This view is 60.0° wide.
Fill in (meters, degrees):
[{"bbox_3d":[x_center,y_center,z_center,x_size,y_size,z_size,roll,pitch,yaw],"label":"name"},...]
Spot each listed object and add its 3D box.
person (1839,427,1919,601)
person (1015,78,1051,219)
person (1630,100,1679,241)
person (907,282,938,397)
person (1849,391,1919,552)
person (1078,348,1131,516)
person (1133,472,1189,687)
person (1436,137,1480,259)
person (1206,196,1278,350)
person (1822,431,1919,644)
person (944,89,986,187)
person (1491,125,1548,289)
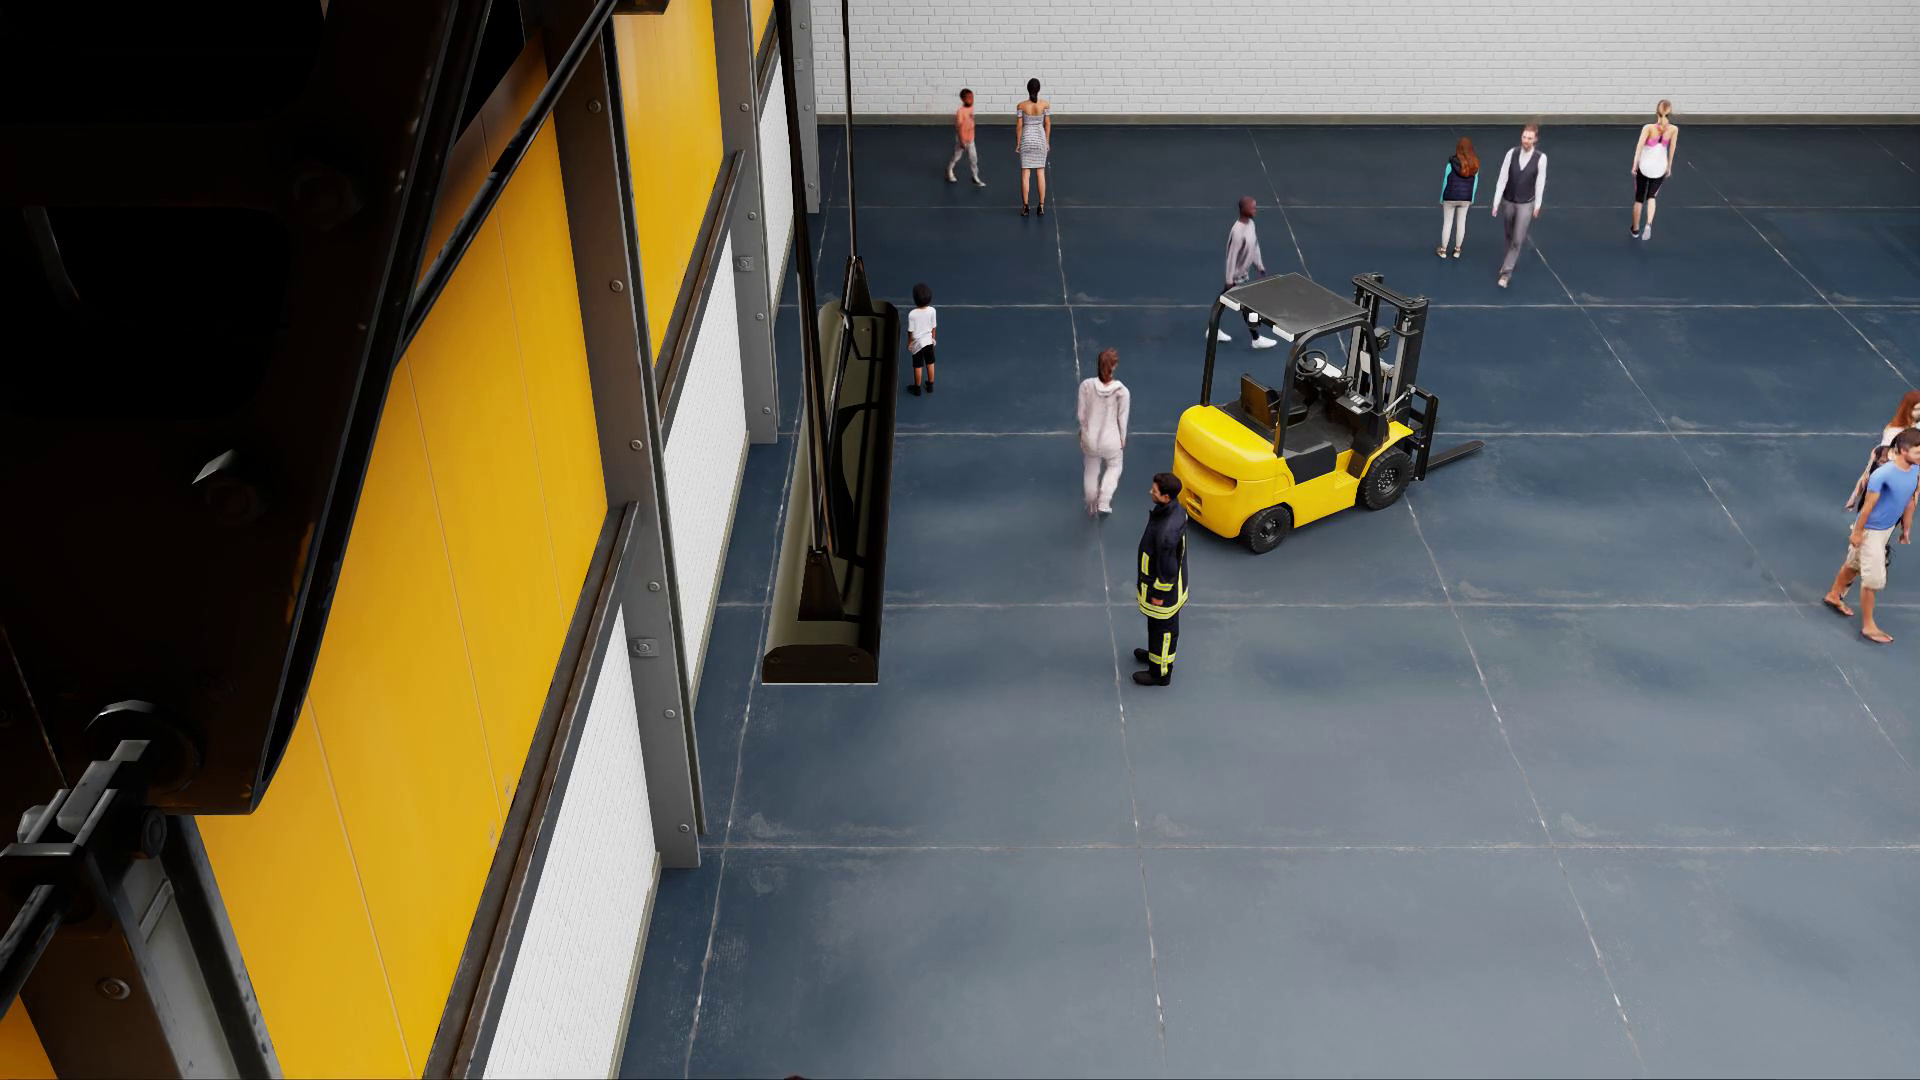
[{"bbox_3d":[7.928,-0.254,14.266,1.044,1.675,1.095,-17,37,-24],"label":"person"},{"bbox_3d":[0.937,-5.027,21.314,0.604,1.822,0.541,-2,34,-3],"label":"person"},{"bbox_3d":[8.594,-4.547,20.632,0.712,1.778,0.948,5,34,7],"label":"person"},{"bbox_3d":[-0.395,-2.111,17.430,0.576,1.265,0.621,-16,37,-22],"label":"person"},{"bbox_3d":[8.153,-0.599,14.746,0.688,1.717,0.744,-15,37,-22],"label":"person"},{"bbox_3d":[1.282,-0.918,15.267,0.728,1.673,0.737,10,35,15],"label":"person"},{"bbox_3d":[1.619,0.296,13.211,0.880,1.928,0.641,4,34,7],"label":"person"},{"bbox_3d":[6.088,-4.194,20.351,0.576,1.500,0.572,1,34,2],"label":"person"},{"bbox_3d":[2.966,-2.953,18.268,0.959,1.739,1.089,12,36,18],"label":"person"},{"bbox_3d":[7.612,-0.146,13.954,0.931,1.841,1.116,-16,37,-23],"label":"person"},{"bbox_3d":[0.009,-5.432,22.401,0.848,1.293,0.939,-26,41,-33],"label":"person"},{"bbox_3d":[6.642,-4.016,19.718,1.065,1.905,1.210,21,39,28],"label":"person"}]
